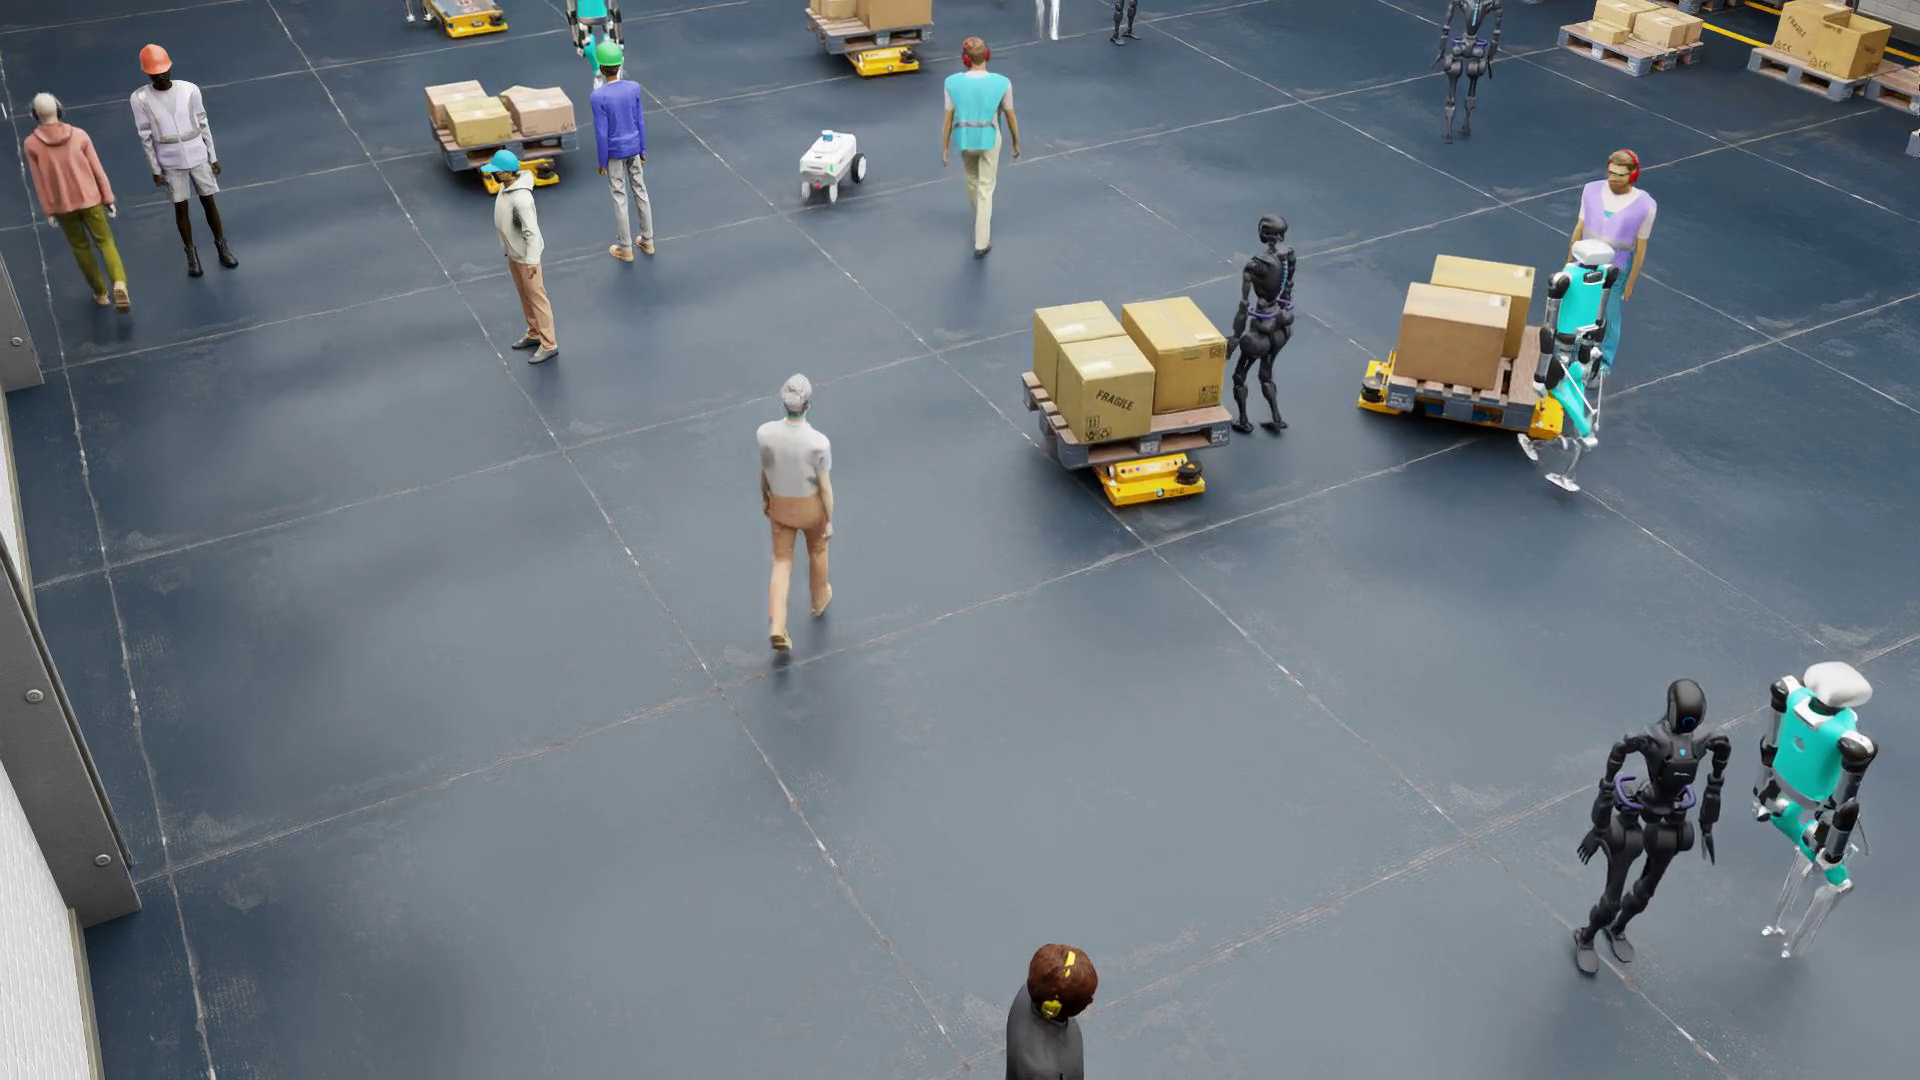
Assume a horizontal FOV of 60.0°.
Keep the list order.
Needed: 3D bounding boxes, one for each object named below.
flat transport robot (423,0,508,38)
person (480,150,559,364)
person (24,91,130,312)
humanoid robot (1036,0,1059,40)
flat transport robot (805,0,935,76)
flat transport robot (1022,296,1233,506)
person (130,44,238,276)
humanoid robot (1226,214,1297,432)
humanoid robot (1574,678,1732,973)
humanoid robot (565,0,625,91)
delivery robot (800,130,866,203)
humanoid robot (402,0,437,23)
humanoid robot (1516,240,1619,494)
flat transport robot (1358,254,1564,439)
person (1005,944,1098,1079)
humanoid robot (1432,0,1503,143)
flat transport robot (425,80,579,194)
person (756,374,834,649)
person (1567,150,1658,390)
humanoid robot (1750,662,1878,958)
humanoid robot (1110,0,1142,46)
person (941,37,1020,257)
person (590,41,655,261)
[{"bbox_3d":[-5.868,-6.256,19.648,0.659,0.231,1.431,-17,39,-23],"label":"flat transport robot"},{"bbox_3d":[-3.310,-2.141,12.545,0.377,1.674,0.478,-22,41,-28],"label":"person"},{"bbox_3d":[-6.956,-2.635,13.141,0.527,1.813,0.712,-18,39,-24],"label":"person"},{"bbox_3d":[0.986,-6.421,18.693,0.565,1.883,0.764,3,35,5],"label":"humanoid robot"},{"bbox_3d":[-1.001,-5.539,18.624,0.659,0.231,1.431,-12,37,-16],"label":"flat transport robot"},{"bbox_3d":[1.158,-0.732,11.761,0.659,0.231,1.431,-9,36,-13],"label":"flat transport robot"},{"bbox_3d":[-6.417,-3.138,13.743,0.550,1.936,0.354,-21,40,-27],"label":"person"},{"bbox_3d":[2.134,-1.481,11.618,0.588,1.641,0.449,-28,44,-34],"label":"humanoid robot"},{"bbox_3d":[3.173,1.322,7.601,0.610,1.655,0.373,0,35,0],"label":"humanoid robot"},{"bbox_3d":[-3.601,-5.054,16.676,0.549,1.798,0.767,0,35,0],"label":"humanoid robot"},{"bbox_3d":[-1.215,-3.516,15.494,0.499,0.604,0.808,9,36,13],"label":"delivery robot"},{"bbox_3d":[-6.322,-6.724,18.919,0.533,1.677,0.735,-3,35,-5],"label":"humanoid robot"},{"bbox_3d":[4.102,-1.084,10.966,0.557,1.732,0.968,-16,38,-22],"label":"humanoid robot"},{"bbox_3d":[3.706,-1.080,12.258,1.431,0.231,0.659,11,37,15],"label":"flat transport robot"},{"bbox_3d":[0.318,2.188,6.194,0.355,1.874,0.491,0,35,0],"label":"person"},{"bbox_3d":[4.939,-4.733,16.255,0.587,1.643,0.482,7,36,10],"label":"humanoid robot"},{"bbox_3d":[-4.360,-3.711,16.015,0.659,0.231,1.431,-15,38,-20],"label":"flat transport robot"},{"bbox_3d":[-0.967,-0.163,9.684,0.477,1.724,0.761,6,35,9],"label":"person"},{"bbox_3d":[4.735,-1.997,12.205,0.398,1.834,0.559,-26,43,-32],"label":"person"},{"bbox_3d":[3.982,1.265,7.665,0.749,1.808,0.530,-12,37,-17],"label":"humanoid robot"},{"bbox_3d":[1.940,-6.434,18.662,0.599,1.657,0.315,-27,43,-33],"label":"humanoid robot"},{"bbox_3d":[0.193,-3.414,14.260,0.622,1.785,0.940,7,36,9],"label":"person"},{"bbox_3d":[-2.845,-3.259,13.974,0.464,1.873,0.341,-26,42,-32],"label":"person"}]
